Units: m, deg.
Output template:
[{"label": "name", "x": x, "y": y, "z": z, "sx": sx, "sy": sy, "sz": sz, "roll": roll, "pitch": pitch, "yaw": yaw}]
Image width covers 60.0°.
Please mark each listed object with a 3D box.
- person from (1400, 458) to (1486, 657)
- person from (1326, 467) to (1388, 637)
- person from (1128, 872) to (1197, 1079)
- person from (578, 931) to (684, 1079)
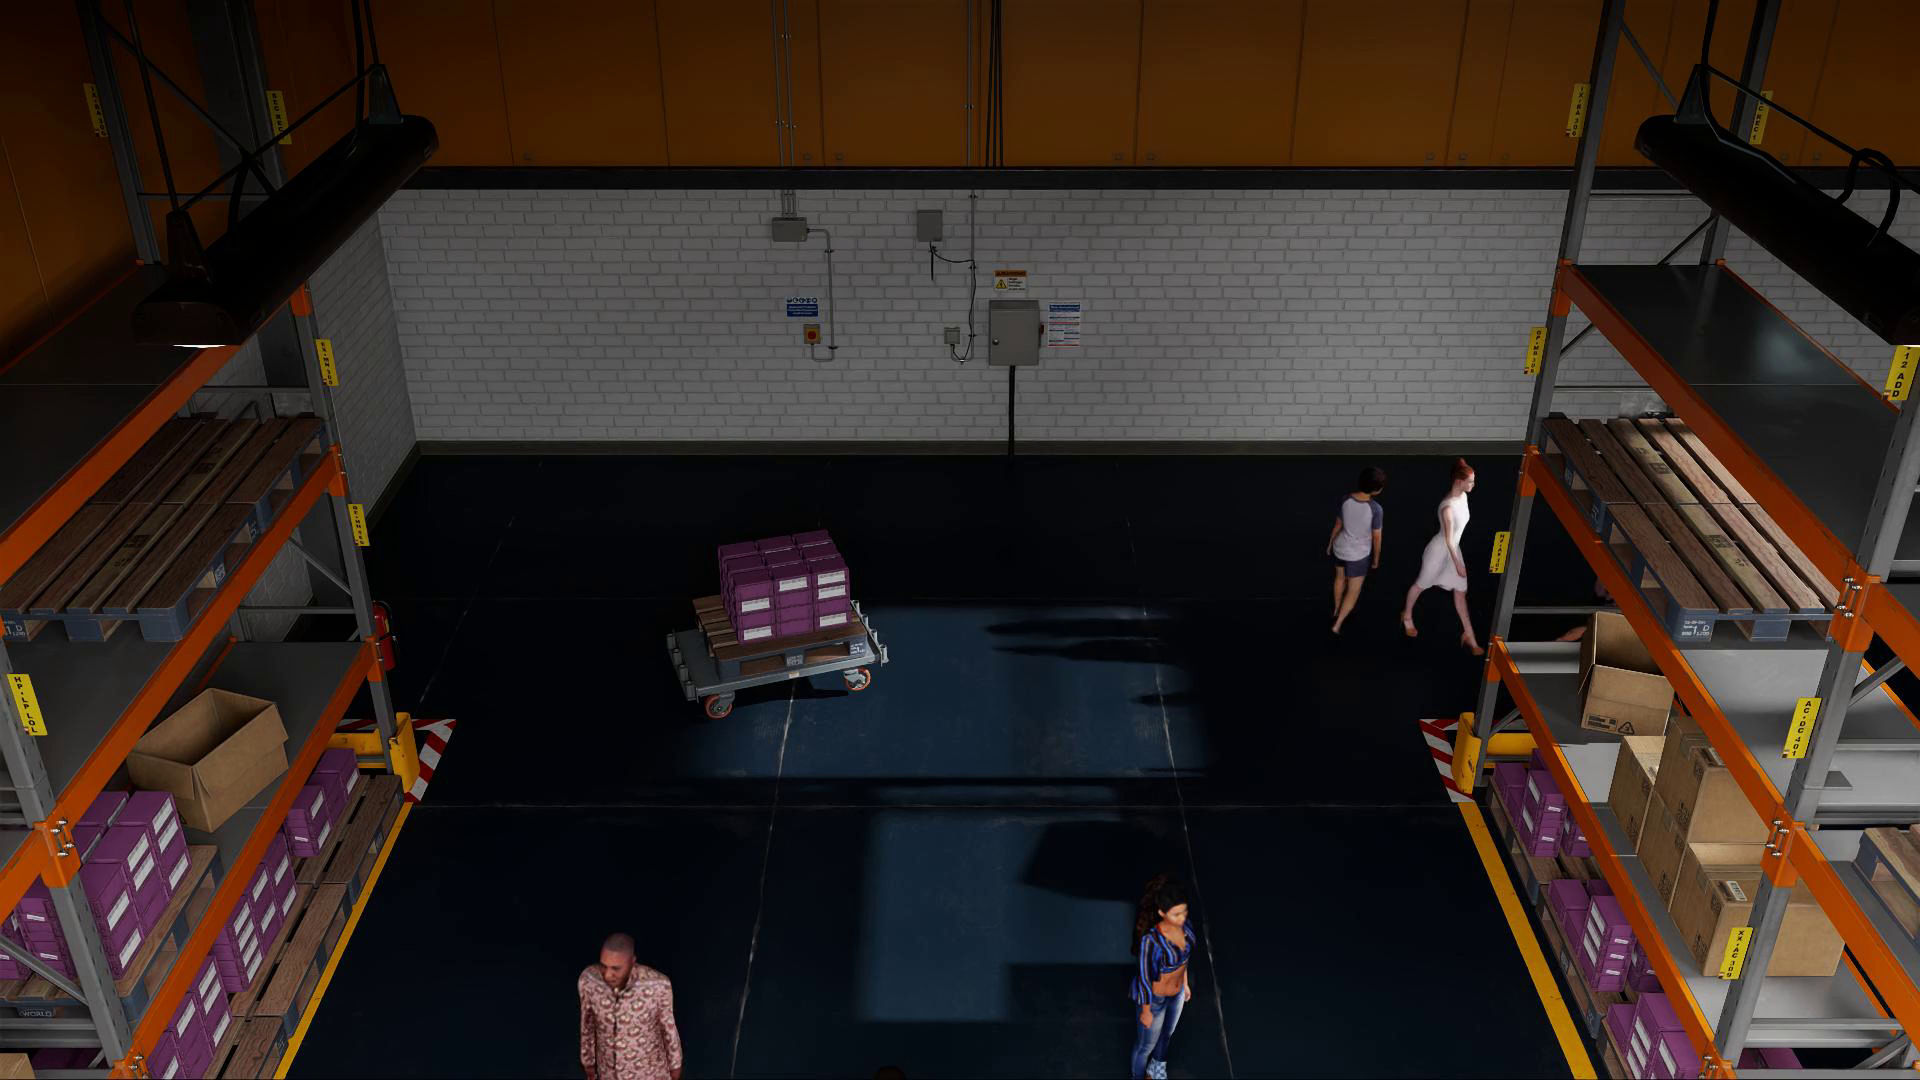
[{"label": "person", "x": 3.900, "y": 0.124, "z": 13.785, "sx": 1.051, "sy": 1.755, "sz": 0.999, "roll": 25, "pitch": 37, "yaw": 38}, {"label": "person", "x": 3.301, "y": 0.111, "z": 14.036, "sx": 0.897, "sy": 1.536, "sz": 0.970, "roll": 21, "pitch": 35, "yaw": 33}, {"label": "person", "x": 1.140, "y": 2.575, "z": 9.437, "sx": 0.687, "sy": 1.614, "sz": 0.746, "roll": -25, "pitch": 37, "yaw": -38}, {"label": "person", "x": -1.731, "y": 2.748, "z": 8.933, "sx": 0.816, "sy": 1.793, "sz": 1.135, "roll": 4, "pitch": 29, "yaw": 8}]
